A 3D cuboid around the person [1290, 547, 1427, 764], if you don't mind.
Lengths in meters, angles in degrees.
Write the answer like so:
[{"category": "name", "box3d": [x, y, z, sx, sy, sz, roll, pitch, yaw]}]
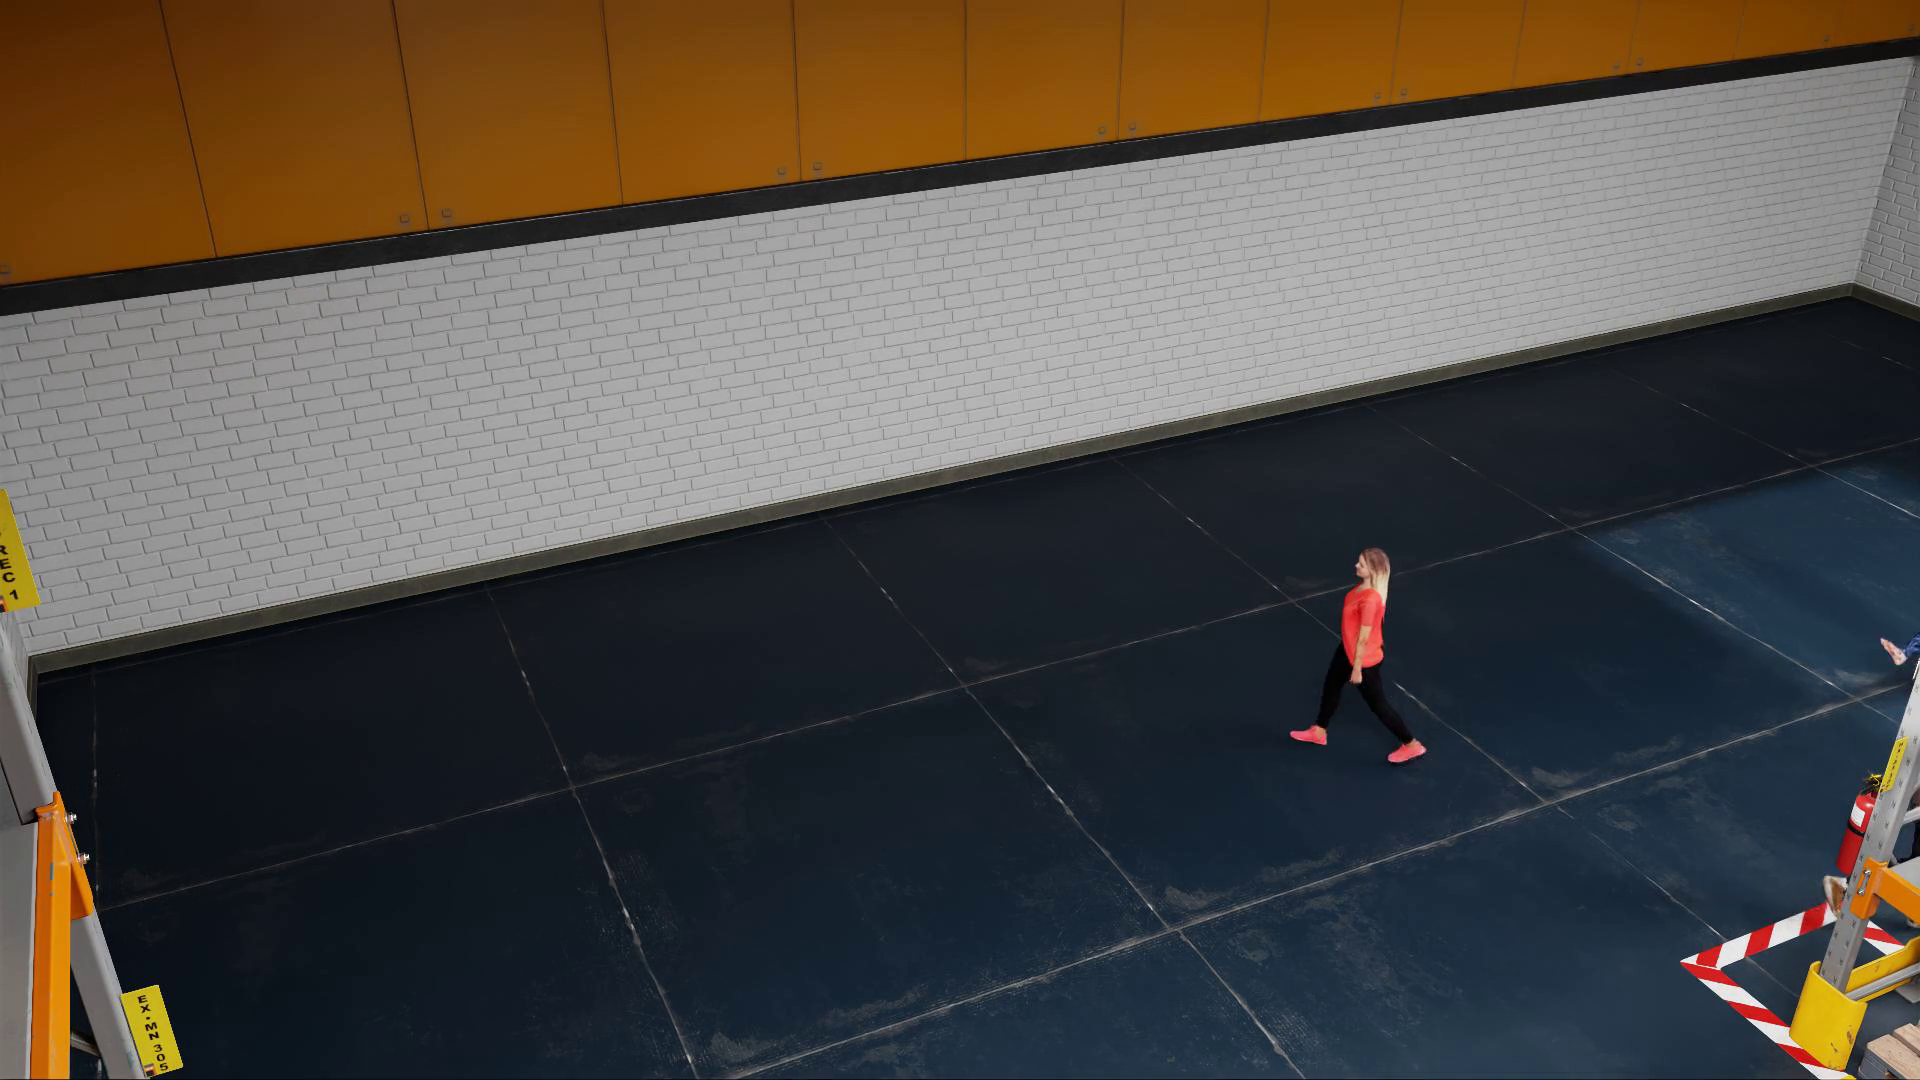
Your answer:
[{"category": "person", "box3d": [2.861, 0.830, 11.424, 1.127, 1.652, 1.140, 6, 29, 12]}]
